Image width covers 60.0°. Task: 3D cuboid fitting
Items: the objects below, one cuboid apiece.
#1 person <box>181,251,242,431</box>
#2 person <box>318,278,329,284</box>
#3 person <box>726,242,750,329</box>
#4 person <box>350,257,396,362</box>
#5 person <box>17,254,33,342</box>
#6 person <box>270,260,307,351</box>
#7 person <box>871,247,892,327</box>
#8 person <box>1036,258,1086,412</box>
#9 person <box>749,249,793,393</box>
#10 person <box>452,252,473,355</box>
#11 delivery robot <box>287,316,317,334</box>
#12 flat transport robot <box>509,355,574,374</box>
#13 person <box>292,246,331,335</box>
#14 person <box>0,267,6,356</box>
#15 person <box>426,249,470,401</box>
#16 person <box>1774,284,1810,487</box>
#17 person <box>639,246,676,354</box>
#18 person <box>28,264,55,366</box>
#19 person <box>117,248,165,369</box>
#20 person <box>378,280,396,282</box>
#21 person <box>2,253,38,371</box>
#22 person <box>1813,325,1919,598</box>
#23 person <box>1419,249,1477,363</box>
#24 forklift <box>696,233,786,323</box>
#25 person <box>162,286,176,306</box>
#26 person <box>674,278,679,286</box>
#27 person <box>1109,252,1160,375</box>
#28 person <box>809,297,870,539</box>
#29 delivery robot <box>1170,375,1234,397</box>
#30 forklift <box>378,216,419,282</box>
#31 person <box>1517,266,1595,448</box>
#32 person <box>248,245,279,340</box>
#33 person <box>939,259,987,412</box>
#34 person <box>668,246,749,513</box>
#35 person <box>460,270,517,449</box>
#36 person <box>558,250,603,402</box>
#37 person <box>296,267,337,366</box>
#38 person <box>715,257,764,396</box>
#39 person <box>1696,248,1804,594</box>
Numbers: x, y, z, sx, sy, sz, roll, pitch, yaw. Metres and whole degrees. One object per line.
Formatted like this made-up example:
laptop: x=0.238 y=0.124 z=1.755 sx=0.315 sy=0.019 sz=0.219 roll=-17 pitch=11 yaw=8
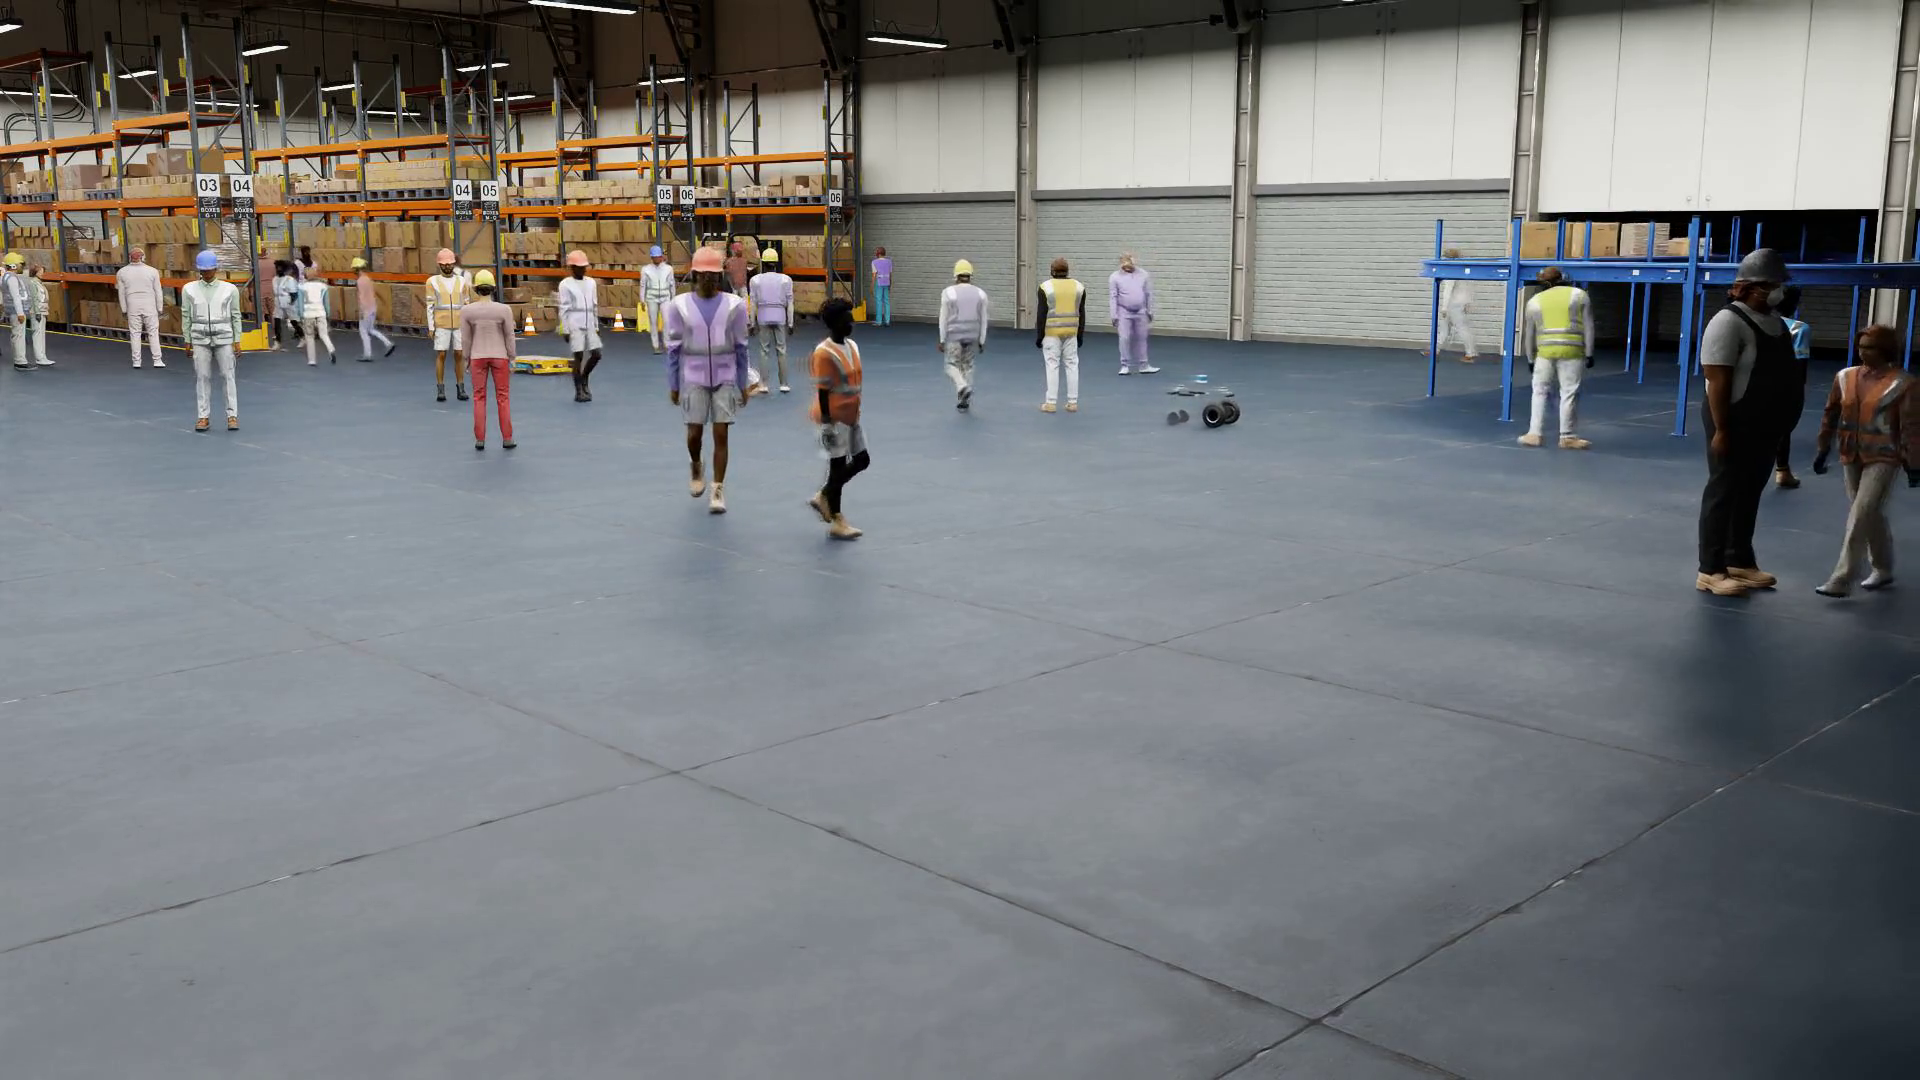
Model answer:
person: x=-8.146 y=-2.171 z=18.129 sx=0.603 sy=1.944 sz=0.391 roll=-3 pitch=11 yaw=-17
person: x=-17.918 y=-7.447 z=46.804 sx=0.830 sy=1.996 sz=0.409 roll=0 pitch=10 yaw=1
person: x=-5.138 y=-5.841 z=38.145 sx=0.623 sy=1.960 sz=1.012 roll=-10 pitch=14 yaw=-44
person: x=-9.926 y=-3.883 z=28.006 sx=0.592 sy=1.738 sz=0.559 roll=0 pitch=10 yaw=0
person: x=-18.590 y=-4.802 z=33.056 sx=0.523 sy=1.741 sz=0.767 roll=-7 pitch=12 yaw=-33
person: x=-12.487 y=-4.362 z=30.866 sx=0.535 sy=1.669 sz=0.822 roll=3 pitch=11 yaw=16
person: x=-1.819 y=-5.897 z=38.710 sx=0.570 sy=1.844 sz=0.379 roll=-9 pitch=14 yaw=-40
person: x=1.202 y=-2.475 z=20.074 sx=0.634 sy=1.839 sz=0.429 roll=-4 pitch=11 yaw=-19
person: x=-2.562 y=-2.955 z=22.474 sx=0.623 sy=1.922 sz=0.388 roll=-2 pitch=11 yaw=-11
person: x=-8.765 y=-4.117 z=29.114 sx=0.512 sy=1.820 sz=0.876 roll=-7 pitch=13 yaw=-34
delivery robot: x=-13.476 y=-4.461 z=34.267 sx=0.707 sy=0.478 sz=0.477 roll=0 pitch=10 yaw=0
flat transport robot: x=-6.611 y=-2.744 z=25.937 sx=1.431 sy=0.197 sz=0.652 roll=9 pitch=14 yaw=42
person: x=-13.849 y=-5.293 z=35.358 sx=0.986 sy=1.872 sz=0.620 roll=8 pitch=13 yaw=38
person: x=-16.854 y=-4.148 z=28.992 sx=0.559 sy=1.901 sz=0.883 roll=-8 pitch=13 yaw=-38
person: x=-6.560 y=-2.768 z=21.401 sx=0.550 sy=1.935 sz=0.376 roll=-6 pitch=12 yaw=-28
person: x=6.932 y=-1.311 z=14.112 sx=0.321 sy=1.696 sz=0.536 roll=-7 pitch=12 yaw=-32
person: x=-5.342 y=-4.235 z=29.471 sx=0.658 sy=1.904 sz=0.916 roll=-3 pitch=11 yaw=-17
person: x=-15.070 y=-3.686 z=27.227 sx=0.311 sy=1.639 sz=0.512 roll=-3 pitch=11 yaw=-18
person: x=-13.073 y=-3.703 z=26.585 sx=0.641 sy=1.908 sz=0.407 roll=-3 pitch=11 yaw=-18
person: x=-15.122 y=-6.728 z=43.880 sx=0.357 sy=1.619 sz=0.500 roll=5 pitch=12 yaw=27
person: x=-14.848 y=-3.602 z=26.228 sx=0.404 sy=1.837 sz=0.590 roll=-8 pitch=13 yaw=-36
person: x=5.349 y=-0.466 z=9.791 sx=0.840 sy=1.587 sz=0.505 roll=-5 pitch=11 yaw=-24
person: x=8.159 y=-3.880 z=27.616 sx=0.982 sy=1.877 sz=0.647 roll=5 pitch=11 yaw=25
forklift: x=-5.496 y=-6.489 z=41.108 sx=2.313 sy=2.155 sz=1.214 roll=-10 pitch=14 yaw=-44
person: x=-19.892 y=-6.514 z=41.858 sx=0.437 sy=1.925 sz=0.656 roll=9 pitch=14 yaw=40
person: x=-7.182 y=-6.260 z=41.074 sx=0.494 sy=1.707 sz=0.836 roll=-6 pitch=12 yaw=-30
person: x=2.700 y=-3.451 z=25.369 sx=0.862 sy=1.860 sz=0.394 roll=-3 pitch=11 yaw=-16
person: x=-0.865 y=-0.857 z=11.665 sx=0.407 sy=1.680 sz=0.549 roll=5 pitch=11 yaw=24
delivery robot: x=2.728 y=-1.738 z=18.712 sx=0.698 sy=0.223 sz=0.335 roll=6 pitch=12 yaw=30
forklift: x=-17.868 y=-9.201 z=54.028 sx=1.873 sy=2.768 sz=1.129 roll=-10 pitch=14 yaw=-44
person: x=6.028 y=-1.831 z=16.690 sx=0.713 sy=1.806 sz=0.432 roll=6 pitch=12 yaw=31
person: x=-14.115 y=-5.011 z=33.720 sx=0.641 sy=1.908 sz=0.407 roll=-9 pitch=13 yaw=-39
person: x=0.042 y=-2.429 z=19.856 sx=0.605 sy=1.822 sz=0.500 roll=-5 pitch=11 yaw=-23
person: x=-1.934 y=-1.243 z=12.838 sx=0.609 sy=2.031 sz=0.576 roll=-2 pitch=11 yaw=-11
person: x=-4.678 y=-1.790 z=16.529 sx=0.525 sy=1.772 sz=0.306 roll=-2 pitch=11 yaw=-9
person: x=-4.826 y=-2.727 z=21.224 sx=0.405 sy=1.918 sz=0.564 roll=10 pitch=14 yaw=43
person: x=-10.454 y=-3.631 z=27.013 sx=0.523 sy=1.611 sz=0.719 roll=-8 pitch=13 yaw=-37
person: x=-3.095 y=-2.849 z=21.886 sx=1.036 sy=1.938 sz=0.635 roll=0 pitch=10 yaw=-2
person: x=4.716 y=-0.687 z=9.891 sx=0.696 sy=2.000 sz=0.535 roll=-8 pitch=13 yaw=-38
